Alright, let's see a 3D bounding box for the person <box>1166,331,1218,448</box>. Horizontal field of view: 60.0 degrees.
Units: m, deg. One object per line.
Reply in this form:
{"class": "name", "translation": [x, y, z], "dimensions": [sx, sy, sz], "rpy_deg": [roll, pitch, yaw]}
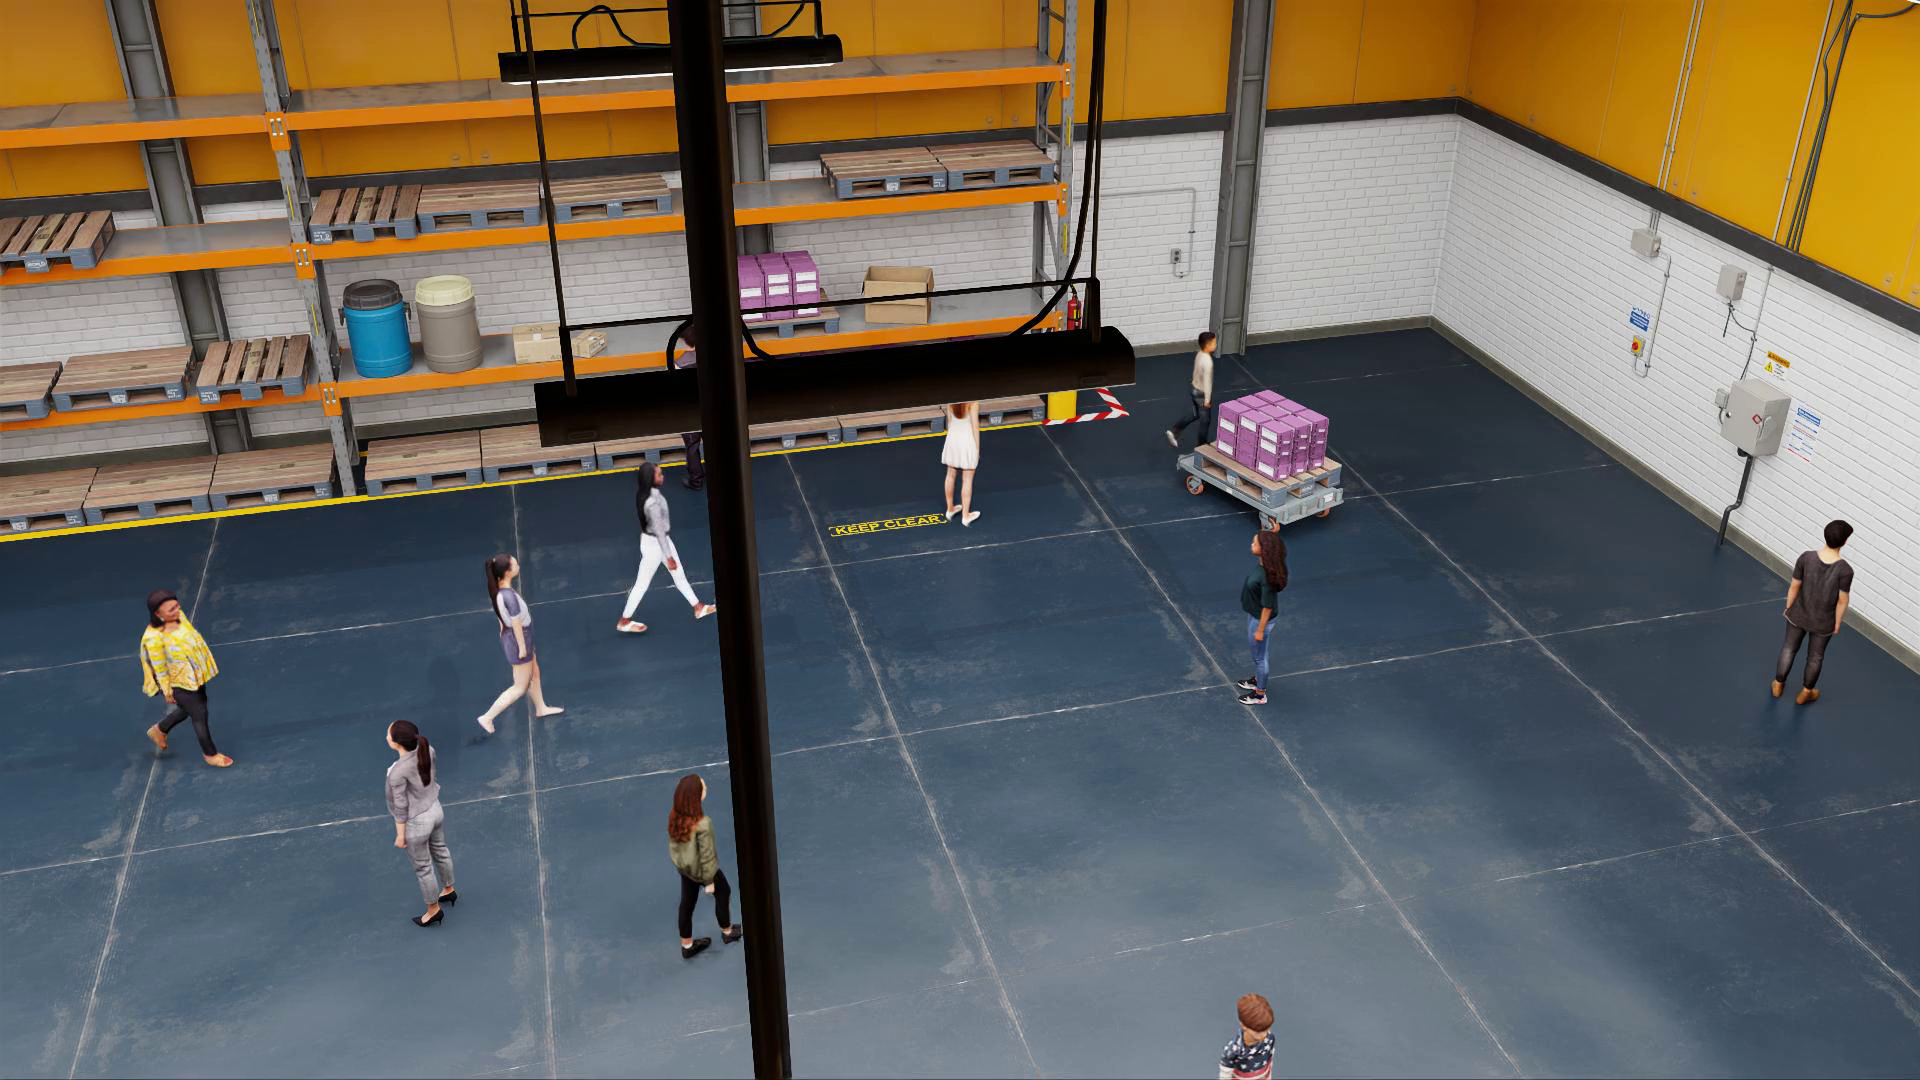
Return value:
{"class": "person", "translation": [2.607, -1.623, 18.452], "dimensions": [0.824, 1.449, 0.582], "rpy_deg": [-5, 29, -9]}

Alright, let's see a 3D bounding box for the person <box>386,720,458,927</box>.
{"class": "person", "translation": [-3.768, 1.967, 11.631], "dimensions": [0.749, 1.678, 0.721], "rpy_deg": [8, 30, 14]}

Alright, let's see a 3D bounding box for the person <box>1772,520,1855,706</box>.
{"class": "person", "translation": [7.238, 0.605, 14.088], "dimensions": [0.708, 1.717, 0.728], "rpy_deg": [23, 36, 36]}

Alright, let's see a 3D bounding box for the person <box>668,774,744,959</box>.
{"class": "person", "translation": [-1.846, 2.257, 11.325], "dimensions": [0.874, 1.462, 0.786], "rpy_deg": [-24, 37, -37]}

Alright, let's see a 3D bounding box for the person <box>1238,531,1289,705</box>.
{"class": "person", "translation": [2.559, 0.650, 14.111], "dimensions": [0.719, 1.616, 0.695], "rpy_deg": [5, 29, 8]}

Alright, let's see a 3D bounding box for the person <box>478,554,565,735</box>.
{"class": "person", "translation": [-3.734, 0.875, 13.688], "dimensions": [1.017, 1.626, 0.748], "rpy_deg": [-15, 32, -26]}

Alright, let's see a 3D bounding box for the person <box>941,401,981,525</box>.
{"class": "person", "translation": [0.009, -0.993, 17.024], "dimensions": [0.648, 1.710, 0.700], "rpy_deg": [17, 33, 29]}

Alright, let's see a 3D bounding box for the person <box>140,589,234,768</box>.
{"class": "person", "translation": [-6.270, 1.103, 13.258], "dimensions": [1.006, 1.637, 0.844], "rpy_deg": [0, 29, 1]}

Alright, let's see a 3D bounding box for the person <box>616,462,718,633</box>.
{"class": "person", "translation": [-2.839, 0.110, 15.048], "dimensions": [1.205, 1.668, 0.648], "rpy_deg": [-6, 29, -11]}

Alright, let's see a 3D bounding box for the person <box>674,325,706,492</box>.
{"class": "person", "translation": [-2.797, -1.420, 17.664], "dimensions": [0.667, 1.847, 0.797], "rpy_deg": [-23, 36, -35]}

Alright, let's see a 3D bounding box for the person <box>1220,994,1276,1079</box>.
{"class": "person", "translation": [1.658, 3.191, 9.637], "dimensions": [0.475, 1.440, 0.609], "rpy_deg": [-15, 32, -25]}
